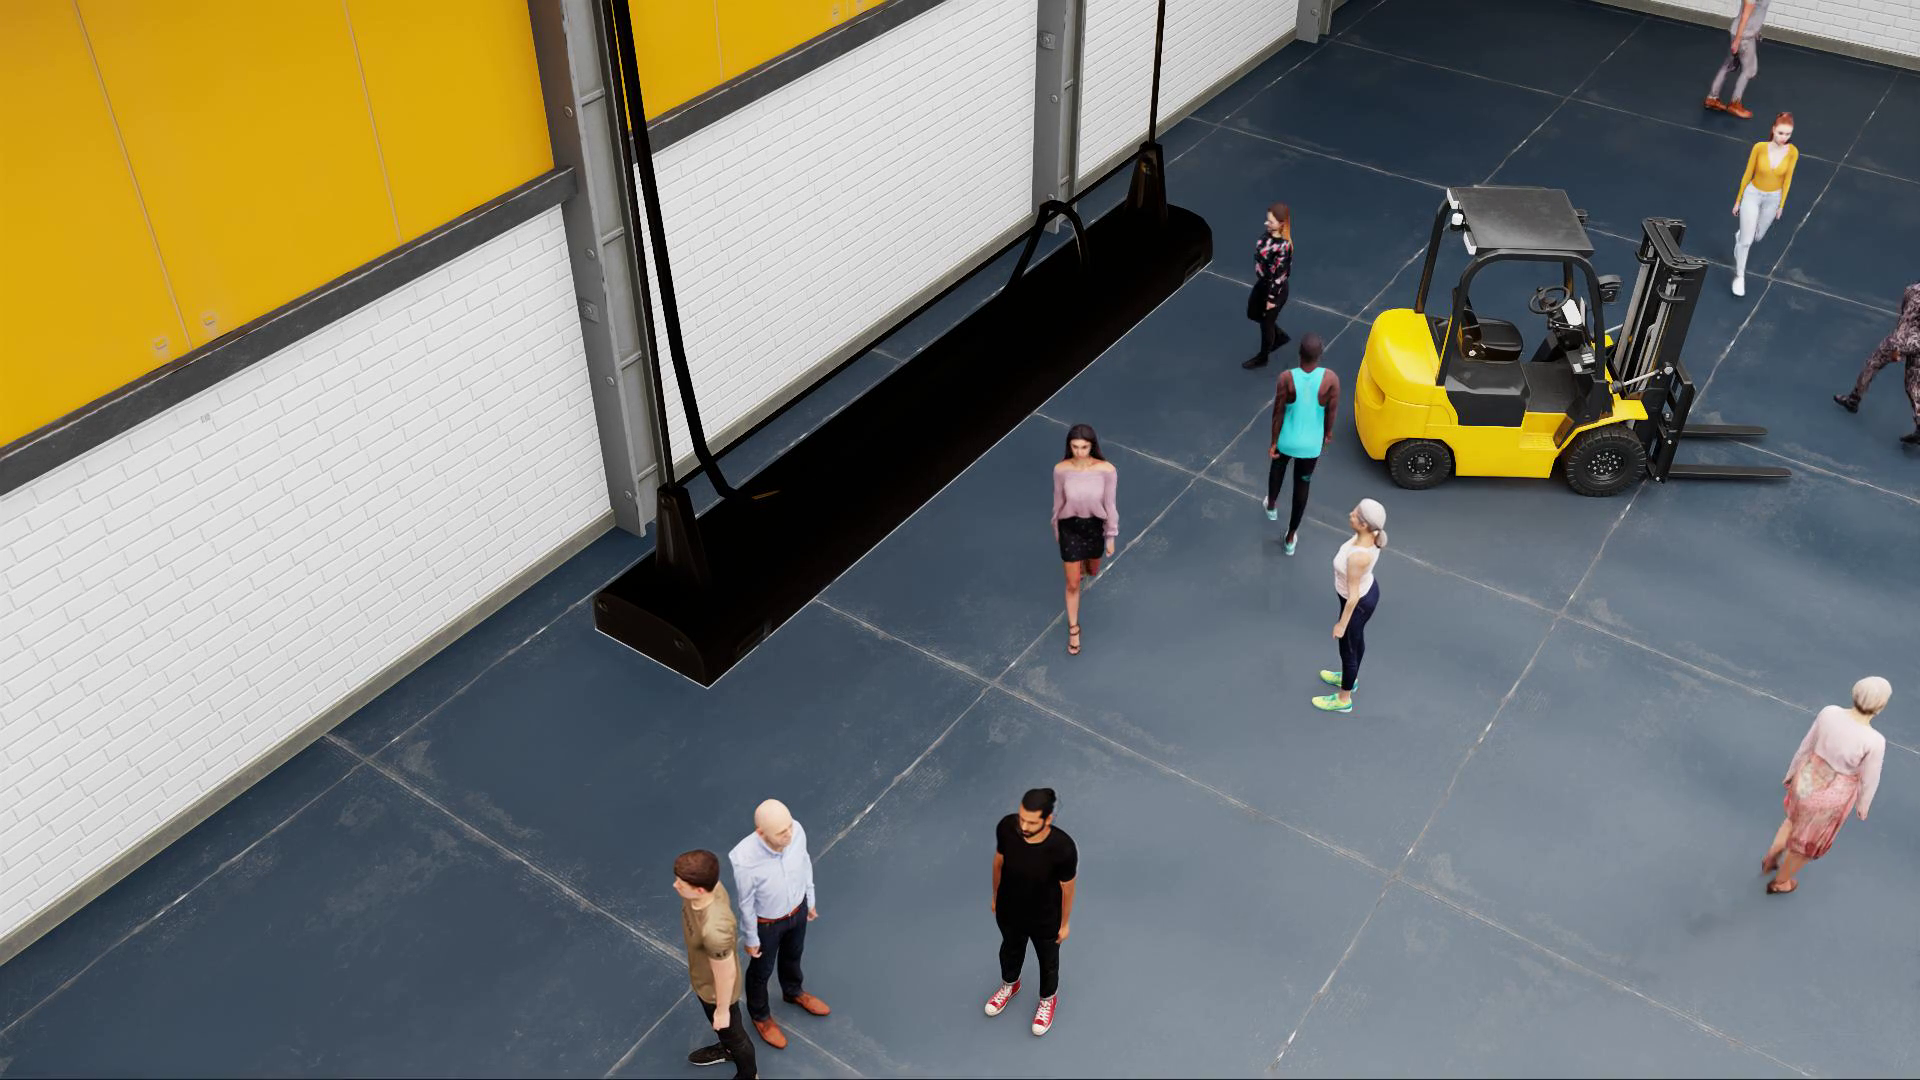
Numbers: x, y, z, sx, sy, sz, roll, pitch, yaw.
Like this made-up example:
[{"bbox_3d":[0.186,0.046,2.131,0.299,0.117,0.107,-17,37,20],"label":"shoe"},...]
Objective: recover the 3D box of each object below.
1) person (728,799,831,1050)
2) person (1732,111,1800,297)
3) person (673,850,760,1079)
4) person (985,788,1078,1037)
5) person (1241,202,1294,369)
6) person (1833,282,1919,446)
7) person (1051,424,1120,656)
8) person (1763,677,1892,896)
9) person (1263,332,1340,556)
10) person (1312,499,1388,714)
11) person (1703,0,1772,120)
[{"bbox_3d":[-0.987,2.020,8.930,0.545,1.788,0.728,-32,48,-33],"label":"person"},{"bbox_3d":[7.422,-3.177,15.482,0.825,1.732,1.087,8,39,10],"label":"person"},{"bbox_3d":[-1.260,2.249,8.593,0.758,1.851,0.752,-14,41,-17],"label":"person"},{"bbox_3d":[0.389,1.977,9.007,0.658,1.759,0.616,17,42,20],"label":"person"},{"bbox_3d":[2.752,-2.177,14.288,0.862,1.661,0.802,-3,39,-4],"label":"person"},{"bbox_3d":[7.771,-1.538,13.480,1.142,1.669,1.090,-12,40,-14],"label":"person"},{"bbox_3d":[0.865,-0.082,11.563,0.961,1.786,1.145,3,39,4],"label":"person"},{"bbox_3d":[4.979,1.493,9.676,0.795,1.681,0.747,-17,42,-20],"label":"person"},{"bbox_3d":[2.509,-0.664,12.289,0.851,1.790,1.007,8,39,10],"label":"person"},{"bbox_3d":[2.621,0.431,10.989,0.693,1.701,0.529,16,41,19],"label":"person"},{"bbox_3d":[8.628,-5.640,18.503,0.810,1.811,0.763,16,41,19],"label":"person"}]
